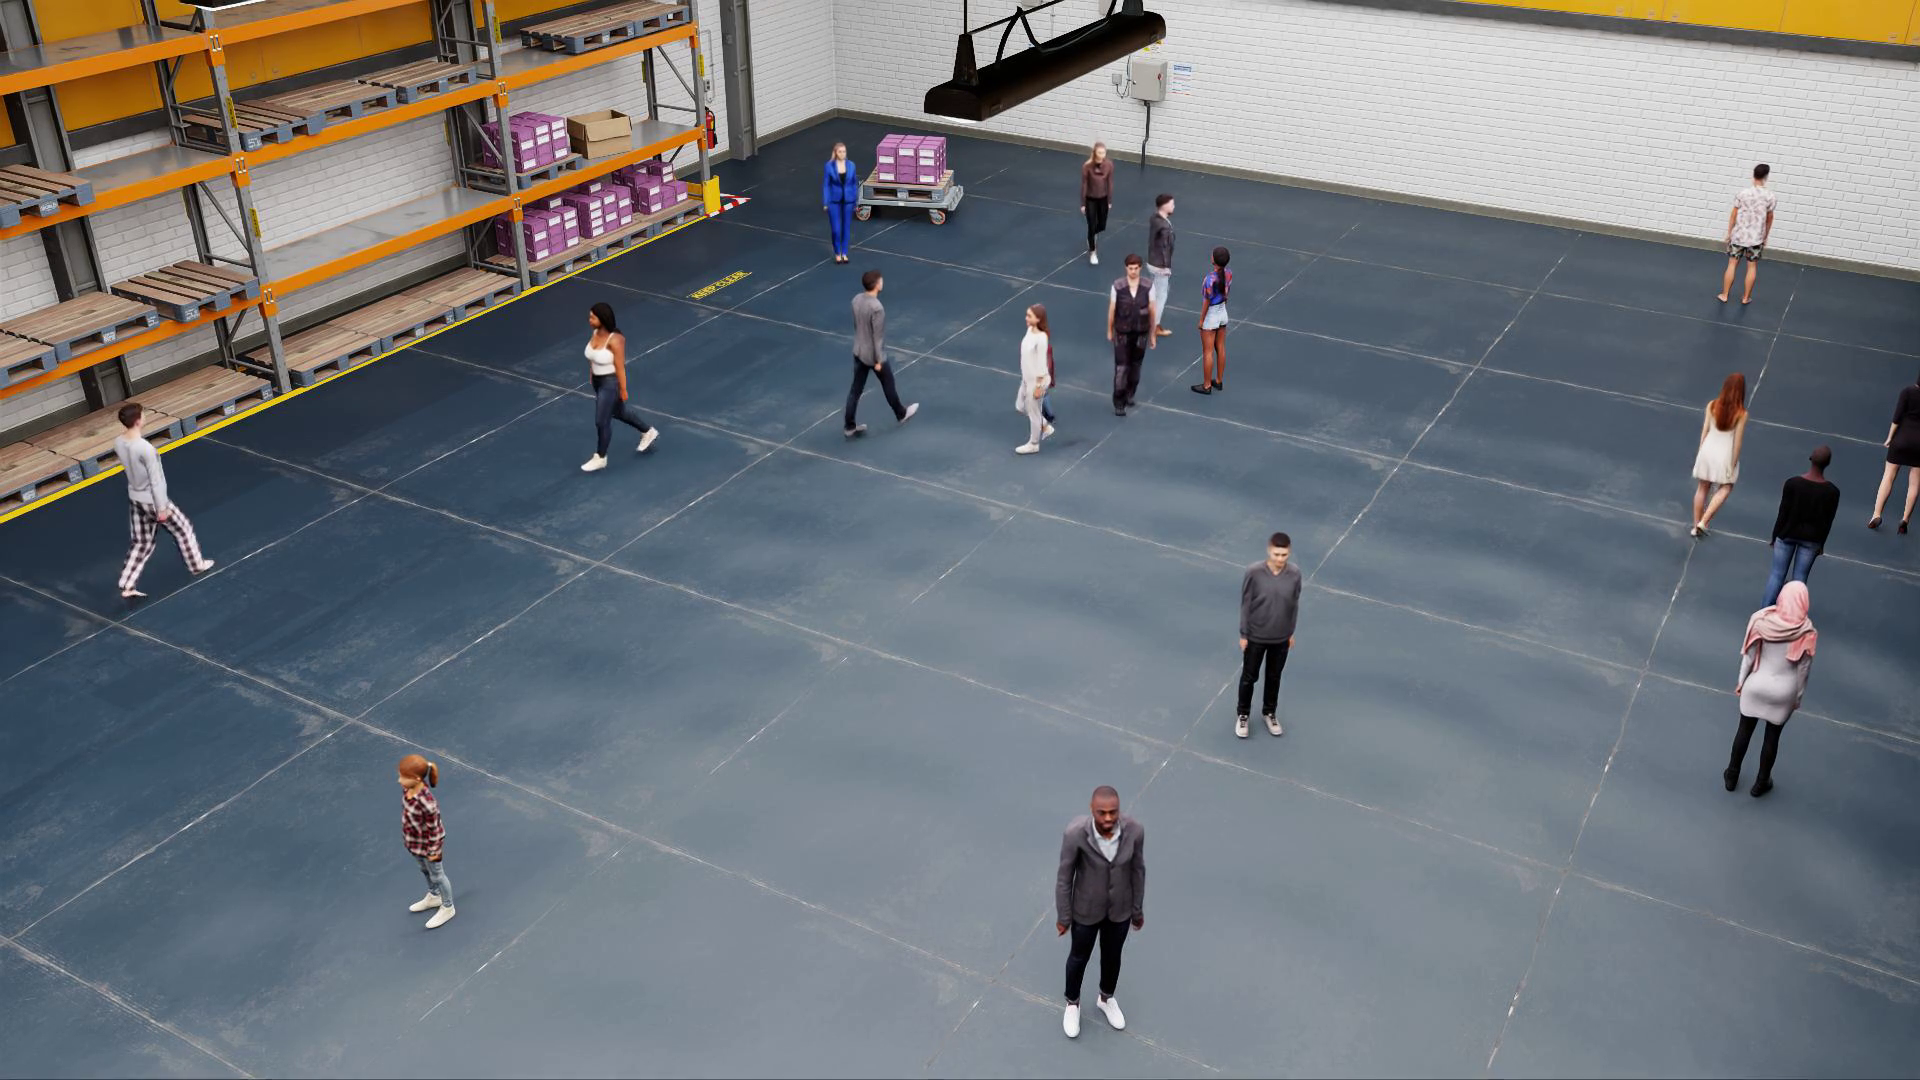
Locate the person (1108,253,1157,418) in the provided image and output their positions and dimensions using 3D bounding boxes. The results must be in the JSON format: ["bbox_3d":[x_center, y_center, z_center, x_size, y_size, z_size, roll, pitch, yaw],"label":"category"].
[{"bbox_3d":[1.916,-2.360,18.608,0.956,1.825,1.078,-2,29,-4],"label":"person"}]

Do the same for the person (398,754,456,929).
[{"bbox_3d":[-3.589,1.993,11.170,0.603,1.306,0.588,-24,37,-37],"label":"person"}]

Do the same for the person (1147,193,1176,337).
[{"bbox_3d":[2.381,-3.374,20.470,0.907,1.822,0.843,-4,29,-8],"label":"person"}]

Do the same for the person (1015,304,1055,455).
[{"bbox_3d":[0.855,-1.712,17.568,0.844,1.684,0.785,-9,30,-15],"label":"person"}]

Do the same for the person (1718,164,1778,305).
[{"bbox_3d":[10.222,-3.962,21.554,0.695,1.816,0.609,11,31,19],"label":"person"}]

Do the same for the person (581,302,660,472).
[{"bbox_3d":[-3.559,-1.622,17.312,1.271,1.770,0.958,-20,34,-32],"label":"person"}]

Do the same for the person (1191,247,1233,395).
[{"bbox_3d":[2.909,-2.518,18.984,0.559,1.743,0.708,-23,36,-36],"label":"person"}]

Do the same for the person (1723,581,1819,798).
[{"bbox_3d":[5.990,1.098,12.290,0.625,1.804,0.589,17,33,28],"label":"person"}]

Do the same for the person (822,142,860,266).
[{"bbox_3d":[-1.669,-4.667,22.980,0.754,1.688,0.823,-9,30,-16],"label":"person"}]

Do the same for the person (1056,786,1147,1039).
[{"bbox_3d":[0.857,2.242,10.181,0.792,1.817,0.822,-5,29,-9],"label":"person"}]

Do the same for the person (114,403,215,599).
[{"bbox_3d":[-7.325,-0.302,14.859,0.688,1.803,1.179,13,31,23],"label":"person"}]

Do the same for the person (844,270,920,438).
[{"bbox_3d":[-1.026,-1.954,17.876,1.274,1.814,0.957,-24,36,-36],"label":"person"}]

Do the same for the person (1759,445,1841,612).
[{"bbox_3d":[7.256,-0.011,14.381,0.594,1.750,0.530,14,32,24],"label":"person"}]

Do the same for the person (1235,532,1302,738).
[{"bbox_3d":[2.408,0.721,13.021,0.702,1.766,0.725,-2,29,-4],"label":"person"}]

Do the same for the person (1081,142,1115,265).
[{"bbox_3d":[1.874,-4.706,23.056,0.923,1.685,1.016,-4,29,-8],"label":"person"}]

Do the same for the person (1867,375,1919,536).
[{"bbox_3d":[9.120,-0.899,15.949,0.604,1.806,0.508,12,31,21],"label":"person"}]

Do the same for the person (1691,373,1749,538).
[{"bbox_3d":[7.165,-0.763,15.812,0.654,1.699,0.785,24,37,37],"label":"person"}]
